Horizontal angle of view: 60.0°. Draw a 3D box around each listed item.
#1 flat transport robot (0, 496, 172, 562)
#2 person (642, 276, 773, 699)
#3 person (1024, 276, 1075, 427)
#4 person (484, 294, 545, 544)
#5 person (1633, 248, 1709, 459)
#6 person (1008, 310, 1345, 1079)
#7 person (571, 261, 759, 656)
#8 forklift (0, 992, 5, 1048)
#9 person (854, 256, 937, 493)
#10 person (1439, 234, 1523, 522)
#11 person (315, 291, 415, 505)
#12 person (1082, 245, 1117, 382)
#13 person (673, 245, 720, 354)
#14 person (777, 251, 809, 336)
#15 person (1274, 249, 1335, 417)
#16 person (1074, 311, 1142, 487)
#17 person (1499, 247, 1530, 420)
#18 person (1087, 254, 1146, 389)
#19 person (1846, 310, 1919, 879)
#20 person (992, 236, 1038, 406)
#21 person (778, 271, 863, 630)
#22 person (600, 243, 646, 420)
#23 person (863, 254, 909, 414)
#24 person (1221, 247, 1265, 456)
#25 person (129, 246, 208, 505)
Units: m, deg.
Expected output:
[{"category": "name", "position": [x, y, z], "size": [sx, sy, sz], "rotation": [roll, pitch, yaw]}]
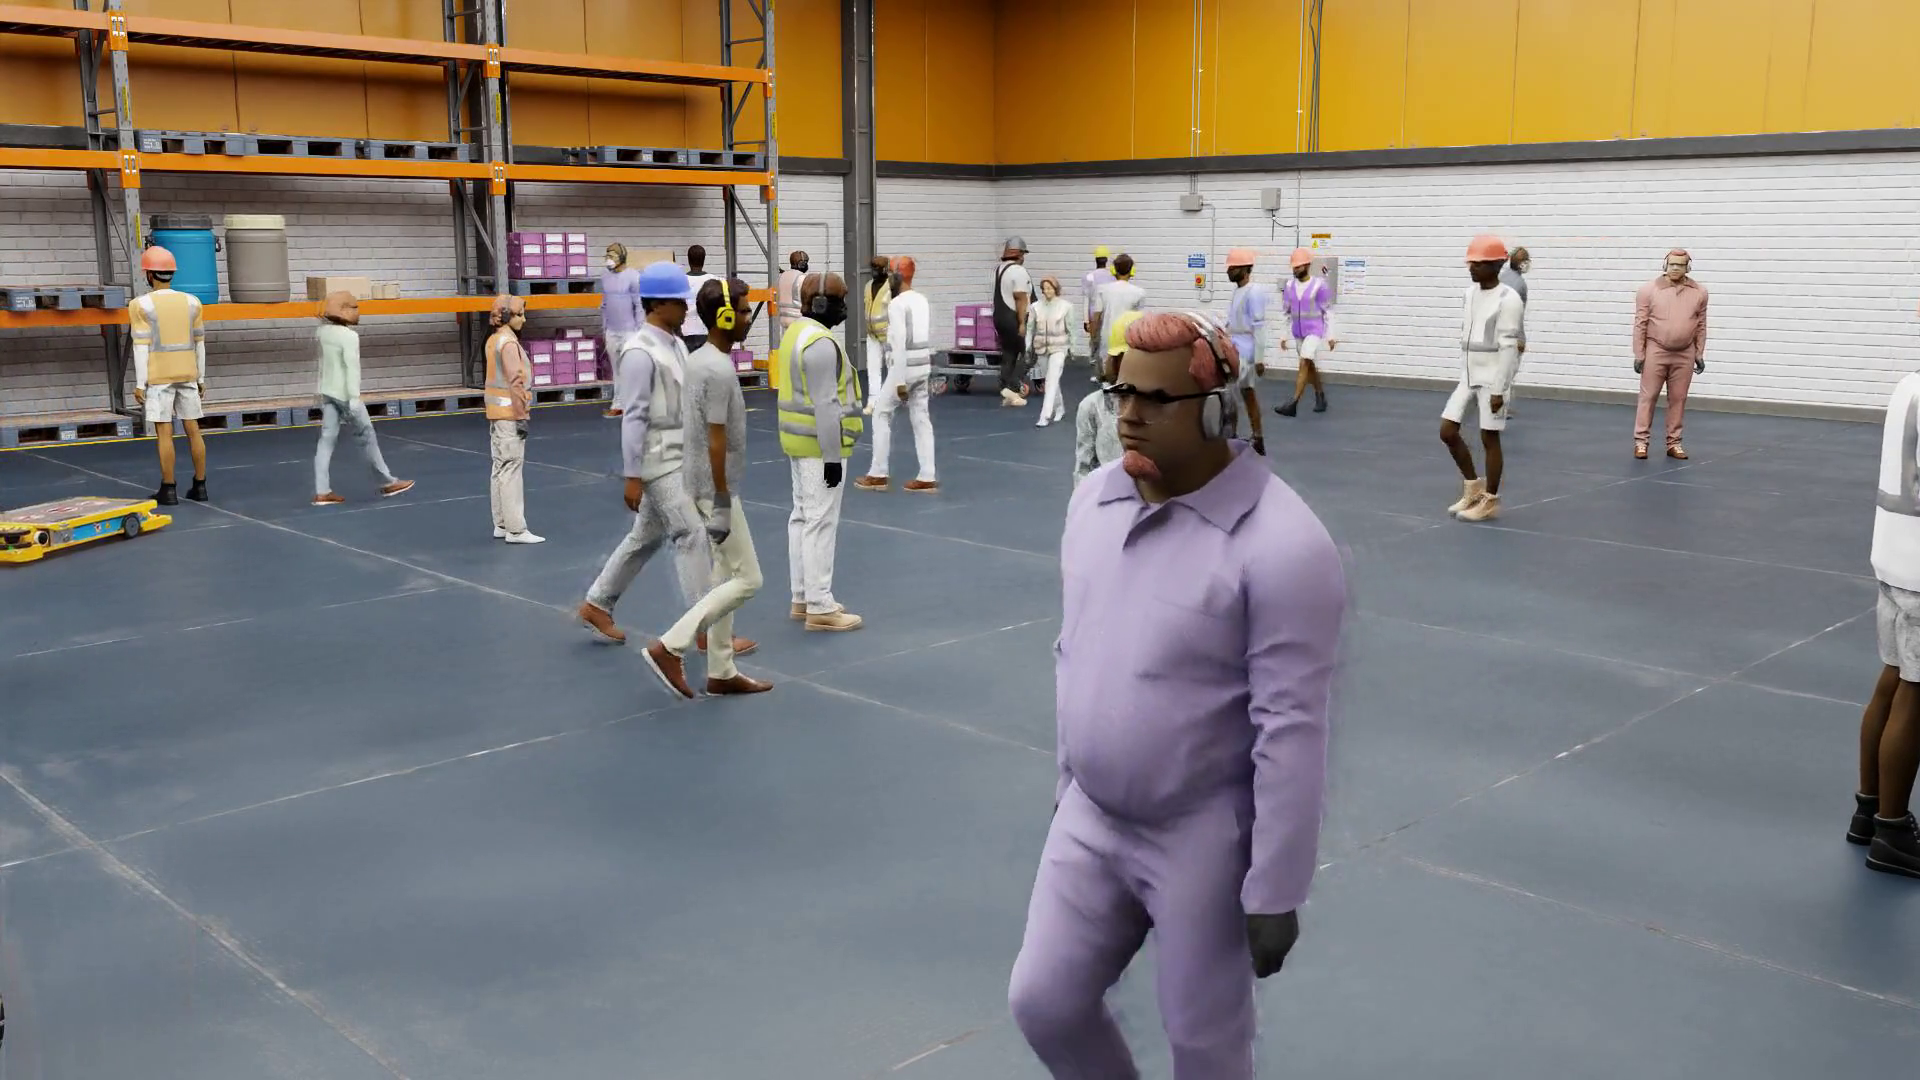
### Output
[{"category": "flat transport robot", "position": [-5.909, -0.090, 10.862], "size": [0.652, 0.197, 1.431], "rotation": [2, 11, 12]}, {"category": "person", "position": [-1.090, -0.200, 7.164], "size": [0.493, 1.857, 0.522], "rotation": [-4, 11, -20]}, {"category": "person", "position": [0.980, -2.031, 17.852], "size": [0.517, 1.590, 0.916], "rotation": [5, 12, 27]}, {"category": "person", "position": [-2.966, -0.792, 10.963], "size": [0.311, 1.639, 0.512], "rotation": [-6, 12, -29]}, {"category": "person", "position": [6.426, -1.674, 15.048], "size": [0.644, 1.904, 0.399], "rotation": [1, 10, 5]}, {"category": "person", "position": [0.368, 0.529, 3.063], "size": [0.465, 1.887, 0.684], "rotation": [-8, 13, -39]}, {"category": "person", "position": [-1.492, -0.390, 8.039], "size": [0.969, 1.912, 0.617], "rotation": [1, 10, 8]}, {"category": "forklift", "position": [-3.245, 0.323, 3.363], "size": [2.313, 2.155, 1.214], "rotation": [2, 11, 13]}, {"category": "person", "position": [-0.513, -1.298, 13.135], "size": [0.808, 1.854, 0.584], "rotation": [6, 12, 31]}, {"category": "person", "position": [3.636, -1.118, 11.673], "size": [0.478, 2.026, 0.646], "rotation": [-3, 11, -18]}, {"category": "person", "position": [-4.602, -1.086, 12.657], "size": [0.520, 1.593, 0.816], "rotation": [8, 13, 39]}, {"category": "person", "position": [1.953, -3.080, 22.743], "size": [0.593, 1.904, 0.864], "rotation": [-1, 10, -4]}, {"category": "person", "position": [-2.768, -2.157, 17.637], "size": [0.596, 1.918, 0.382], "rotation": [-3, 11, -14]}, {"category": "person", "position": [-2.009, -2.664, 20.655], "size": [0.431, 1.836, 0.619], "rotation": [-9, 14, -41]}, {"category": "person", "position": [3.931, -2.337, 18.770], "size": [1.059, 1.871, 0.574], "rotation": [-10, 14, -42]}, {"category": "person", "position": [0.703, -0.034, 6.624], "size": [0.497, 1.726, 0.392], "rotation": [2, 11, 9]}, {"category": "person", "position": [6.062, -2.280, 18.409], "size": [0.376, 1.895, 0.712], "rotation": [1, 10, 6]}, {"category": "person", "position": [1.559, -1.900, 16.448], "size": [0.550, 1.836, 0.742], "rotation": [2, 11, 10]}, {"category": "person", "position": [3.091, 0.102, 5.266], "size": [0.356, 1.937, 0.552], "rotation": [3, 11, 17]}, {"category": "person", "position": [0.669, -2.587, 19.651], "size": [0.538, 2.000, 0.716], "rotation": [-4, 11, -23]}, {"category": "person", "position": [-0.715, -0.460, 8.604], "size": [0.429, 1.839, 0.633], "rotation": [-3, 11, -18]}, {"category": "person", "position": [-3.707, -2.285, 18.286], "size": [0.630, 1.938, 0.369], "rotation": [8, 13, 36]}, {"category": "person", "position": [-0.788, -2.353, 19.006], "size": [0.636, 1.816, 0.811], "rotation": [10, 14, 43]}, {"category": "person", "position": [2.494, -1.695, 15.134], "size": [0.738, 1.909, 0.548], "rotation": [-1, 10, -5]}, {"category": "person", "position": [-5.955, -1.230, 12.523], "size": [0.352, 1.942, 0.545], "rotation": [8, 13, 37]}]
